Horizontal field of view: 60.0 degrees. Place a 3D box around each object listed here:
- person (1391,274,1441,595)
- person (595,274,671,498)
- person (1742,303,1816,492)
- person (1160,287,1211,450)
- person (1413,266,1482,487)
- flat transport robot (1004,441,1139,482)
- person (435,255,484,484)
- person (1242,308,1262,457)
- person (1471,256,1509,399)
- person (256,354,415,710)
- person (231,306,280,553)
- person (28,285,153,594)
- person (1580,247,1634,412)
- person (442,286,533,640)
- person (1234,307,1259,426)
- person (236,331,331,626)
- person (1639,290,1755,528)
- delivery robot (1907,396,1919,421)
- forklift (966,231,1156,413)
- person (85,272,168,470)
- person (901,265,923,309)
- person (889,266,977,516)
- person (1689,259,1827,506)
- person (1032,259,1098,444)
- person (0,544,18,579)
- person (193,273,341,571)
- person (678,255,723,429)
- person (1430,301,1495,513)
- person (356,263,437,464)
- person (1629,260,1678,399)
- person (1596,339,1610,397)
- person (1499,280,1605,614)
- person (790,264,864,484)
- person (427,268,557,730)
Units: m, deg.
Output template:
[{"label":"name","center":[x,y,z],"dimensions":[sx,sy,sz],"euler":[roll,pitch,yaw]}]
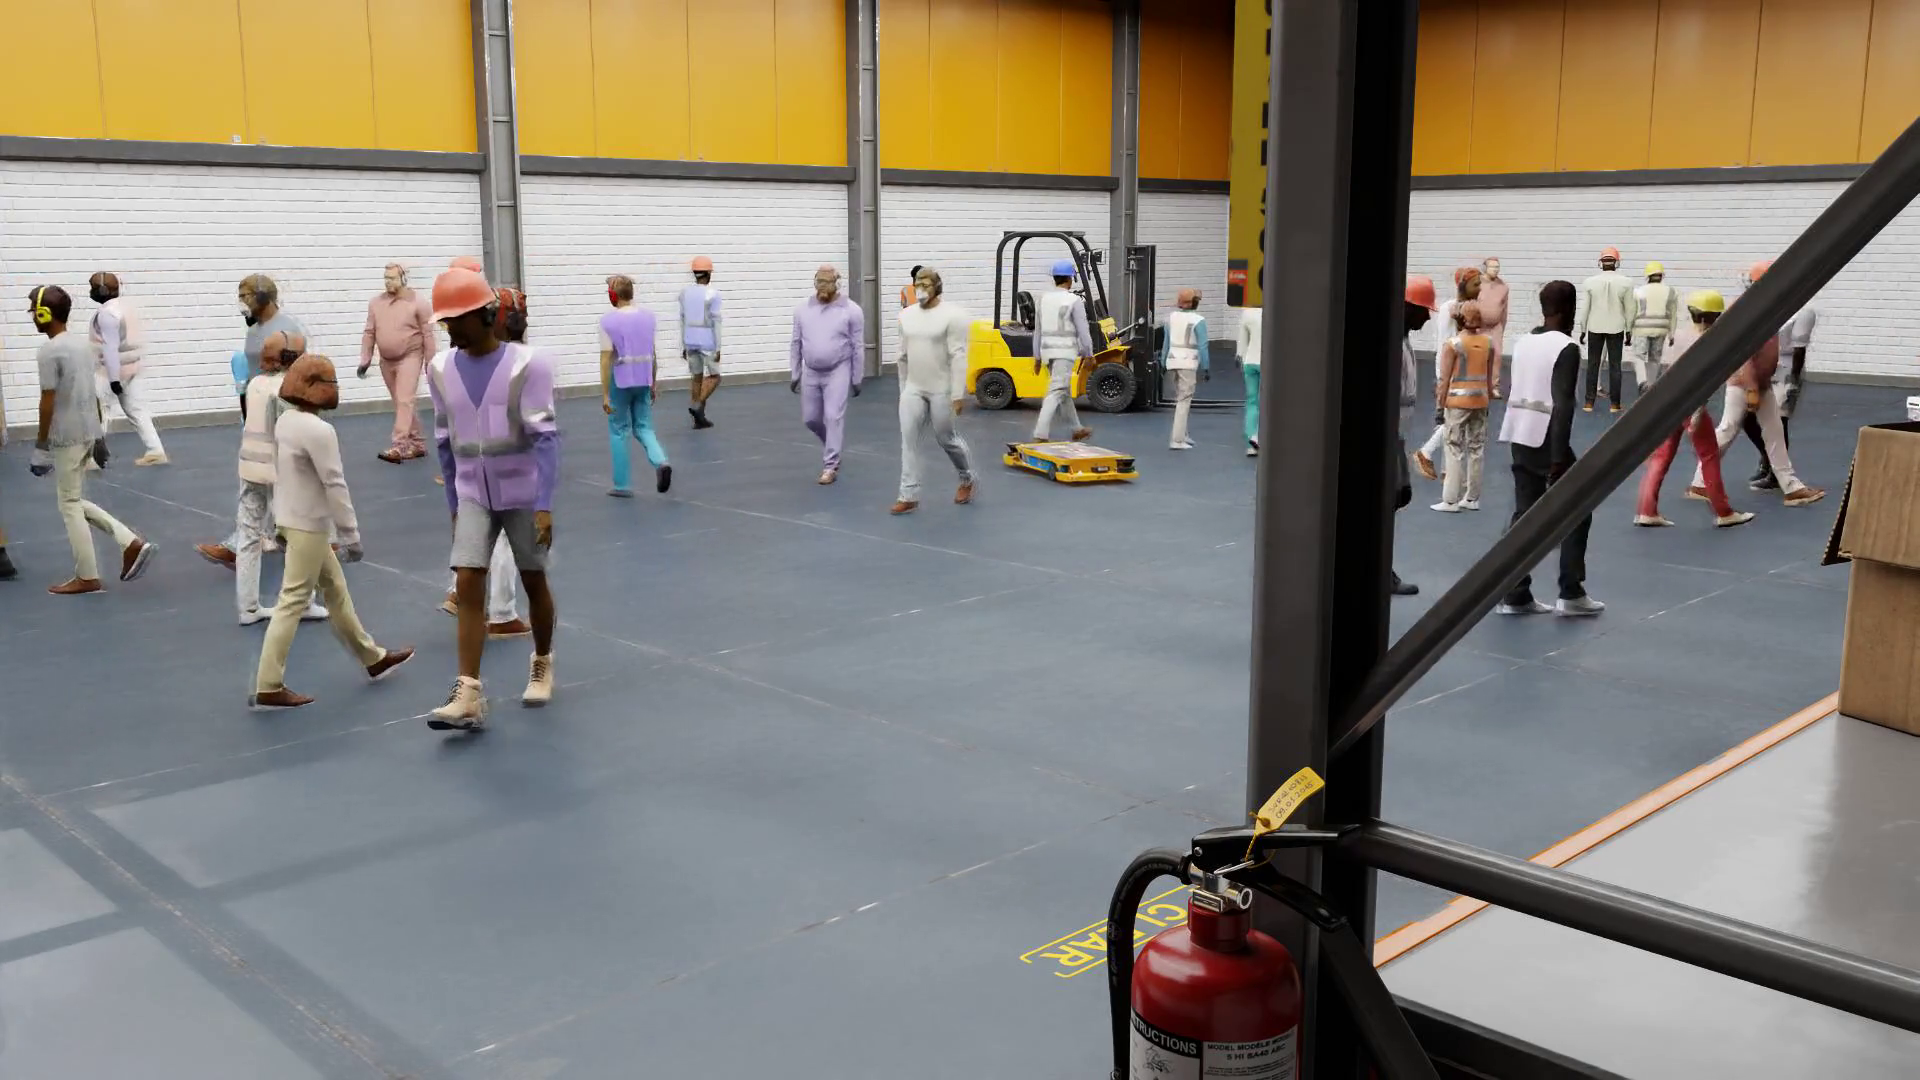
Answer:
[{"label":"person","center":[2.504,-0.618,9.898],"dimensions":[0.636,1.907,0.592],"euler":[4,11,23]},{"label":"person","center":[-2.640,-1.231,13.435],"dimensions":[0.588,1.826,0.590],"euler":[-10,14,-43]},{"label":"person","center":[6.777,-1.357,13.836],"dimensions":[0.418,1.935,0.608],"euler":[-4,11,-19]},{"label":"person","center":[2.296,-1.713,16.629],"dimensions":[0.576,1.618,0.543],"euler":[-8,13,-38]},{"label":"person","center":[4.207,-1.378,14.122],"dimensions":[0.609,1.869,0.461],"euler":[-10,14,-43]},{"label":"flat transport robot","center":[0.975,-0.713,14.859],"dimensions":[0.652,0.197,1.431],"euler":[-4,11,-22]},{"label":"person","center":[-4.144,-1.481,14.429],"dimensions":[0.871,1.970,0.617],"euler":[-6,12,-30]},{"label":"person","center":[2.935,-1.670,16.014],"dimensions":[0.392,1.750,0.557],"euler":[-9,14,-42]},{"label":"person","center":[6.911,-2.817,21.972],"dimensions":[0.639,1.872,0.894],"euler":[0,10,-3]},{"label":"person","center":[-2.899,-0.048,7.630],"dimensions":[0.848,1.590,0.523],"euler":[-9,14,-40]},{"label":"person","center":[-4.669,-0.768,11.272],"dimensions":[0.317,1.696,0.539],"euler":[3,11,16]},{"label":"person","center":[-5.204,-0.576,9.836],"dimensions":[0.498,1.847,0.498],"euler":[-1,10,-4]},{"label":"person","center":[7.827,-2.541,20.150],"dimensions":[0.610,1.986,0.393],"euler":[4,11,22]},{"label":"person","center":[-2.460,-0.396,8.793],"dimensions":[0.641,1.867,0.441],"euler":[9,14,42]},{"label":"person","center":[3.295,-2.035,17.809],"dimensions":[0.703,1.847,0.985],"euler":[-1,10,-7]},{"label":"person","center":[-3.728,-0.329,9.095],"dimensions":[0.513,1.607,0.484],"euler":[8,13,38]},{"label":"person","center":[5.385,-0.938,12.094],"dimensions":[0.848,1.728,0.537],"euler":[-1,10,-8]},{"label":"delivery robot","center":[10.445,-1.408,17.622],"dimensions":[0.707,0.478,0.477],"euler":[0,10,0]},{"label":"forklift","center":[1.222,-2.721,20.561],"dimensions":[2.313,2.155,1.214],"euler":[2,11,13]},{"label":"person","center":[-7.766,-1.547,15.233],"dimensions":[0.831,1.808,0.626],"euler":[-1,10,-5]},{"label":"person","center":[-0.623,-3.220,24.667],"dimensions":[0.525,1.689,0.320],"euler":[3,11,17]},{"label":"person","center":[-0.203,-1.174,12.923],"dimensions":[0.641,1.909,0.937],"euler":[6,12,30]},{"label":"person","center":[6.303,-1.226,13.116],"dimensions":[0.638,1.938,1.006],"euler":[-9,14,-41]},{"label":"person","center":[1.045,-1.832,16.632],"dimensions":[1.012,1.863,0.612],"euler":[-8,13,-38]},{"label":"person","center":[-6.349,-0.660,10.194],"dimensions":[1.034,1.886,0.551],"euler":[-1,10,-7]},{"label":"person","center":[-4.486,-0.749,10.654],"dimensions":[1.003,1.884,0.635],"euler":[-9,14,-41]},{"label":"person","center":[-2.851,-2.151,18.219],"dimensions":[0.551,1.924,0.534],"euler":[4,11,22]},{"label":"person","center":[3.875,-1.020,12.821],"dimensions":[0.518,1.631,0.338],"euler":[-5,12,-25]},{"label":"person","center":[-5.321,-1.641,15.574],"dimensions":[0.649,1.866,0.963],"euler":[4,11,19]},{"label":"person","center":[8.928,-2.698,21.483],"dimensions":[0.610,1.812,0.739],"euler":[2,11,8]},{"label":"person","center":[8.551,-2.712,22.071],"dimensions":[0.304,1.638,0.510],"euler":[6,12,29]},{"label":"person","center":[3.363,-0.513,9.389],"dimensions":[0.683,1.882,0.619],"euler":[-3,11,-15]},{"label":"person","center":[-1.147,-1.457,14.502],"dimensions":[0.654,1.890,0.712],"euler":[3,11,15]},{"label":"person","center":[-2.045,-0.168,7.204],"dimensions":[0.637,1.975,1.021],"euler":[1,10,7]}]
